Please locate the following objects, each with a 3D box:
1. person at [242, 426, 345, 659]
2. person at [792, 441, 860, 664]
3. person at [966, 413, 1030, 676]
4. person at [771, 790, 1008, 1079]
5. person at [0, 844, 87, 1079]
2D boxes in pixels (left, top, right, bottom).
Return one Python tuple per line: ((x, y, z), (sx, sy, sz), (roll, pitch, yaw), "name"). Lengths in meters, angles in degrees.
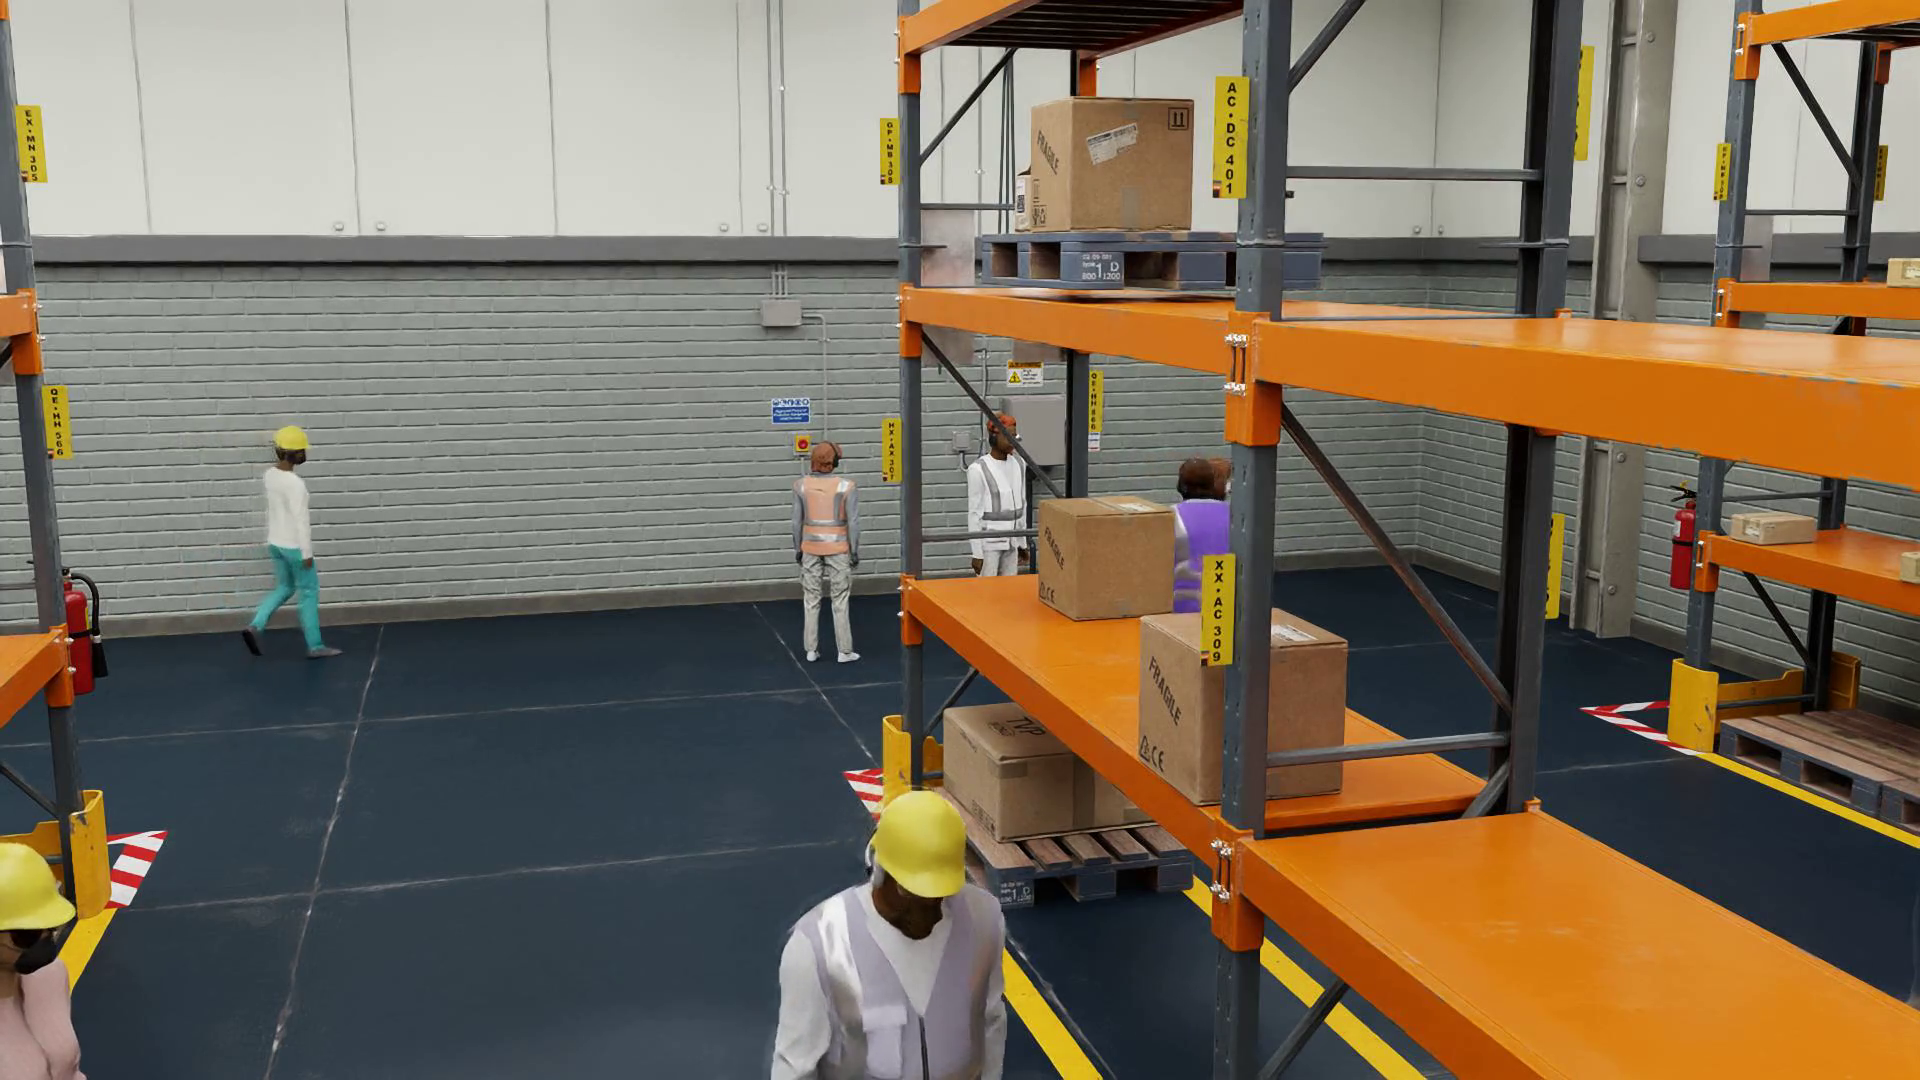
((-4.928, 0.034, 12.188), (0.564, 1.751, 0.615), (9, 13, 41), "person")
((-0.980, 0.096, 12.164), (0.514, 1.641, 0.315), (3, 10, 15), "person")
((0.266, 0.035, 11.858), (0.350, 1.878, 0.567), (8, 13, 40), "person")
((-0.168, 1.445, 4.140), (0.651, 1.765, 0.968), (-4, 11, -20), "person")
((-2.097, 1.521, 3.725), (0.352, 1.757, 0.519), (0, 10, 0), "person")
